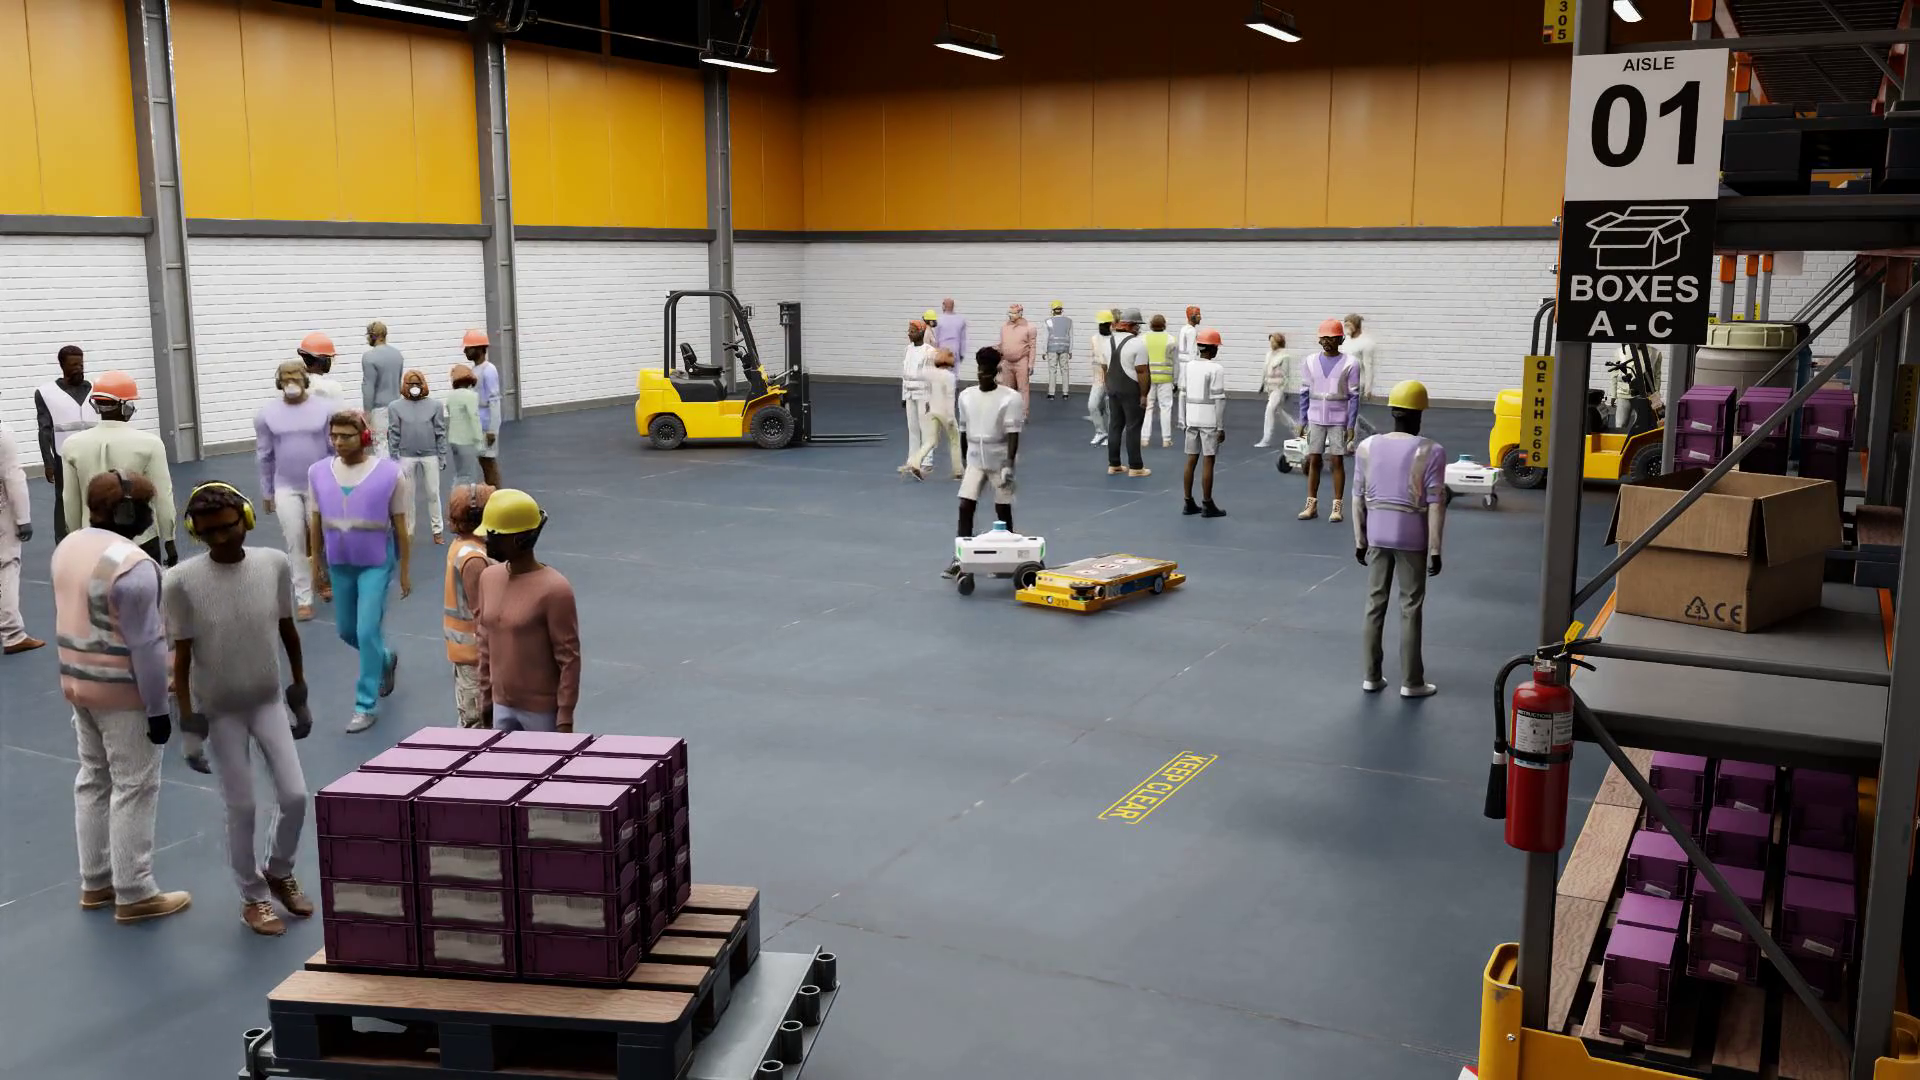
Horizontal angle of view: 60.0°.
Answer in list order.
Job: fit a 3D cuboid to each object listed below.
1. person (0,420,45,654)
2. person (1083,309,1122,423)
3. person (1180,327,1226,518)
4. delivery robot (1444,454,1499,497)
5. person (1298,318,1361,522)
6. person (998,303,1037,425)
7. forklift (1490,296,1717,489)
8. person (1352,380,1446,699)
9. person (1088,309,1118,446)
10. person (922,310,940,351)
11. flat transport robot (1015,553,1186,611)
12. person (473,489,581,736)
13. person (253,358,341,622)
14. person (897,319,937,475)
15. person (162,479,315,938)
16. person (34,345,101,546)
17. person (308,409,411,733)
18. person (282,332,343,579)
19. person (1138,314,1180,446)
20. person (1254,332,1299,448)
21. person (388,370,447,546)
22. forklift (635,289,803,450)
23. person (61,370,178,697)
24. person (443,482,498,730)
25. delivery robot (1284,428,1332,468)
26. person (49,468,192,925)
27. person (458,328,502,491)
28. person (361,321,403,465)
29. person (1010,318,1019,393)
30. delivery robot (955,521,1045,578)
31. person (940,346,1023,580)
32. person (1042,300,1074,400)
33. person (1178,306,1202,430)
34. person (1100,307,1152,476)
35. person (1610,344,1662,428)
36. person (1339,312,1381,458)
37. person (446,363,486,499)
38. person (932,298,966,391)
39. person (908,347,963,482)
[{"bbox_3d":[-6.508,-0.174,11.147,0.647,1.906,0.401,2,10,12],"label":"person"},{"bbox_3d":[2.308,-2.667,25.817,0.852,1.814,0.540,-4,10,-20],"label":"person"},{"bbox_3d":[2.504,-1.202,16.990,0.376,1.936,0.549,-8,13,-39],"label":"person"},{"bbox_3d":[5.328,-0.661,17.582,0.707,0.478,0.477,4,11,21],"label":"delivery robot"},{"bbox_3d":[3.685,-1.199,16.662,0.608,2.044,0.370,5,11,29],"label":"person"},{"bbox_3d":[0.870,-2.759,26.109,0.636,1.903,0.405,5,11,26],"label":"person"},{"bbox_3d":[7.296,-1.677,18.993,2.313,2.155,1.214,5,11,27],"label":"forklift"},{"bbox_3d":[2.665,-0.007,10.099,0.589,1.927,0.388,8,13,40],"label":"person"},{"bbox_3d":[2.033,-2.246,23.132,0.592,1.909,0.483,8,13,40],"label":"person"},{"bbox_3d":[-0.481,-2.858,27.072,0.313,1.767,0.534,1,10,8],"label":"person"},{"bbox_3d":[1.121,0.312,13.040,0.652,0.197,1.431,8,12,38],"label":"flat transport robot"},{"bbox_3d":[-1.744,0.666,6.676,0.527,1.765,0.328,7,12,34],"label":"person"},{"bbox_3d":[-4.839,-0.380,12.265,0.646,1.927,0.568,-2,10,-12],"label":"person"},{"bbox_3d":[-0.513,-1.736,20.239,0.356,1.882,0.574,-8,13,-40],"label":"person"},{"bbox_3d":[-2.783,0.665,6.478,0.541,1.841,0.383,-9,13,-42],"label":"person"},{"bbox_3d":[-7.454,-0.684,14.039,0.392,1.921,0.587,7,12,34],"label":"person"},{"bbox_3d":[-3.433,0.137,9.593,0.573,1.822,0.795,1,10,6],"label":"person"},{"bbox_3d":[-5.238,-0.681,13.668,0.614,2.041,0.393,5,11,25],"label":"person"},{"bbox_3d":[2.733,-2.200,23.064,0.650,1.840,0.499,2,10,9],"label":"person"},{"bbox_3d":[4.446,-2.086,23.047,0.739,1.609,0.518,-3,10,-17],"label":"person"},{"bbox_3d":[-4.983,-0.756,15.312,0.502,1.627,0.277,-3,10,-17],"label":"person"},{"bbox_3d":[-3.358,-2.392,23.136,2.313,2.155,1.214,-1,10,-5],"label":"forklift"},{"bbox_3d":[-5.003,-0.017,9.964,0.623,1.992,0.396,-1,10,-4],"label":"person"},{"bbox_3d":[-2.227,0.550,7.709,0.308,1.641,0.517,-4,11,-24],"label":"person"},{"bbox_3d":[4.285,-1.124,20.262,0.707,0.478,0.477,-7,12,-36],"label":"delivery robot"},{"bbox_3d":[-3.384,0.623,6.735,0.631,1.836,0.431,7,12,35],"label":"person"},{"bbox_3d":[-4.830,-1.163,16.772,0.378,1.934,0.552,-6,11,-31],"label":"person"},{"bbox_3d":[-6.437,-1.466,18.534,0.372,1.933,0.631,3,10,18],"label":"person"},{"bbox_3d":[1.028,-3.360,30.306,0.544,1.655,0.790,5,11,27],"label":"person"},{"bbox_3d":[0.313,0.096,13.199,0.707,0.478,0.477,0,10,-2],"label":"delivery robot"},{"bbox_3d":[0.197,-0.602,13.550,0.608,1.923,0.845,4,11,24],"label":"person"},{"bbox_3d":[1.784,-3.476,30.467,0.588,1.829,0.403,-2,10,-13],"label":"person"},{"bbox_3d":[3.508,-2.617,25.363,0.351,1.878,0.568,-1,10,-5],"label":"person"},{"bbox_3d":[2.055,-1.798,20.139,0.536,2.000,0.683,-8,13,-39],"label":"person"},{"bbox_3d":[8.485,-1.828,20.918,0.586,1.833,0.403,4,11,22],"label":"person"},{"bbox_3d":[5.272,-2.046,21.953,0.698,1.914,0.635,-4,11,-22],"label":"person"},{"bbox_3d":[-4.845,-0.916,16.281,0.342,1.616,0.562,-9,14,-43],"label":"person"},{"bbox_3d":[-0.214,-3.334,29.446,0.672,1.893,0.454,-4,11,-24],"label":"person"},{"bbox_3d":[-0.246,-1.475,19.561,0.807,1.598,0.505,-7,12,-35],"label":"person"}]
